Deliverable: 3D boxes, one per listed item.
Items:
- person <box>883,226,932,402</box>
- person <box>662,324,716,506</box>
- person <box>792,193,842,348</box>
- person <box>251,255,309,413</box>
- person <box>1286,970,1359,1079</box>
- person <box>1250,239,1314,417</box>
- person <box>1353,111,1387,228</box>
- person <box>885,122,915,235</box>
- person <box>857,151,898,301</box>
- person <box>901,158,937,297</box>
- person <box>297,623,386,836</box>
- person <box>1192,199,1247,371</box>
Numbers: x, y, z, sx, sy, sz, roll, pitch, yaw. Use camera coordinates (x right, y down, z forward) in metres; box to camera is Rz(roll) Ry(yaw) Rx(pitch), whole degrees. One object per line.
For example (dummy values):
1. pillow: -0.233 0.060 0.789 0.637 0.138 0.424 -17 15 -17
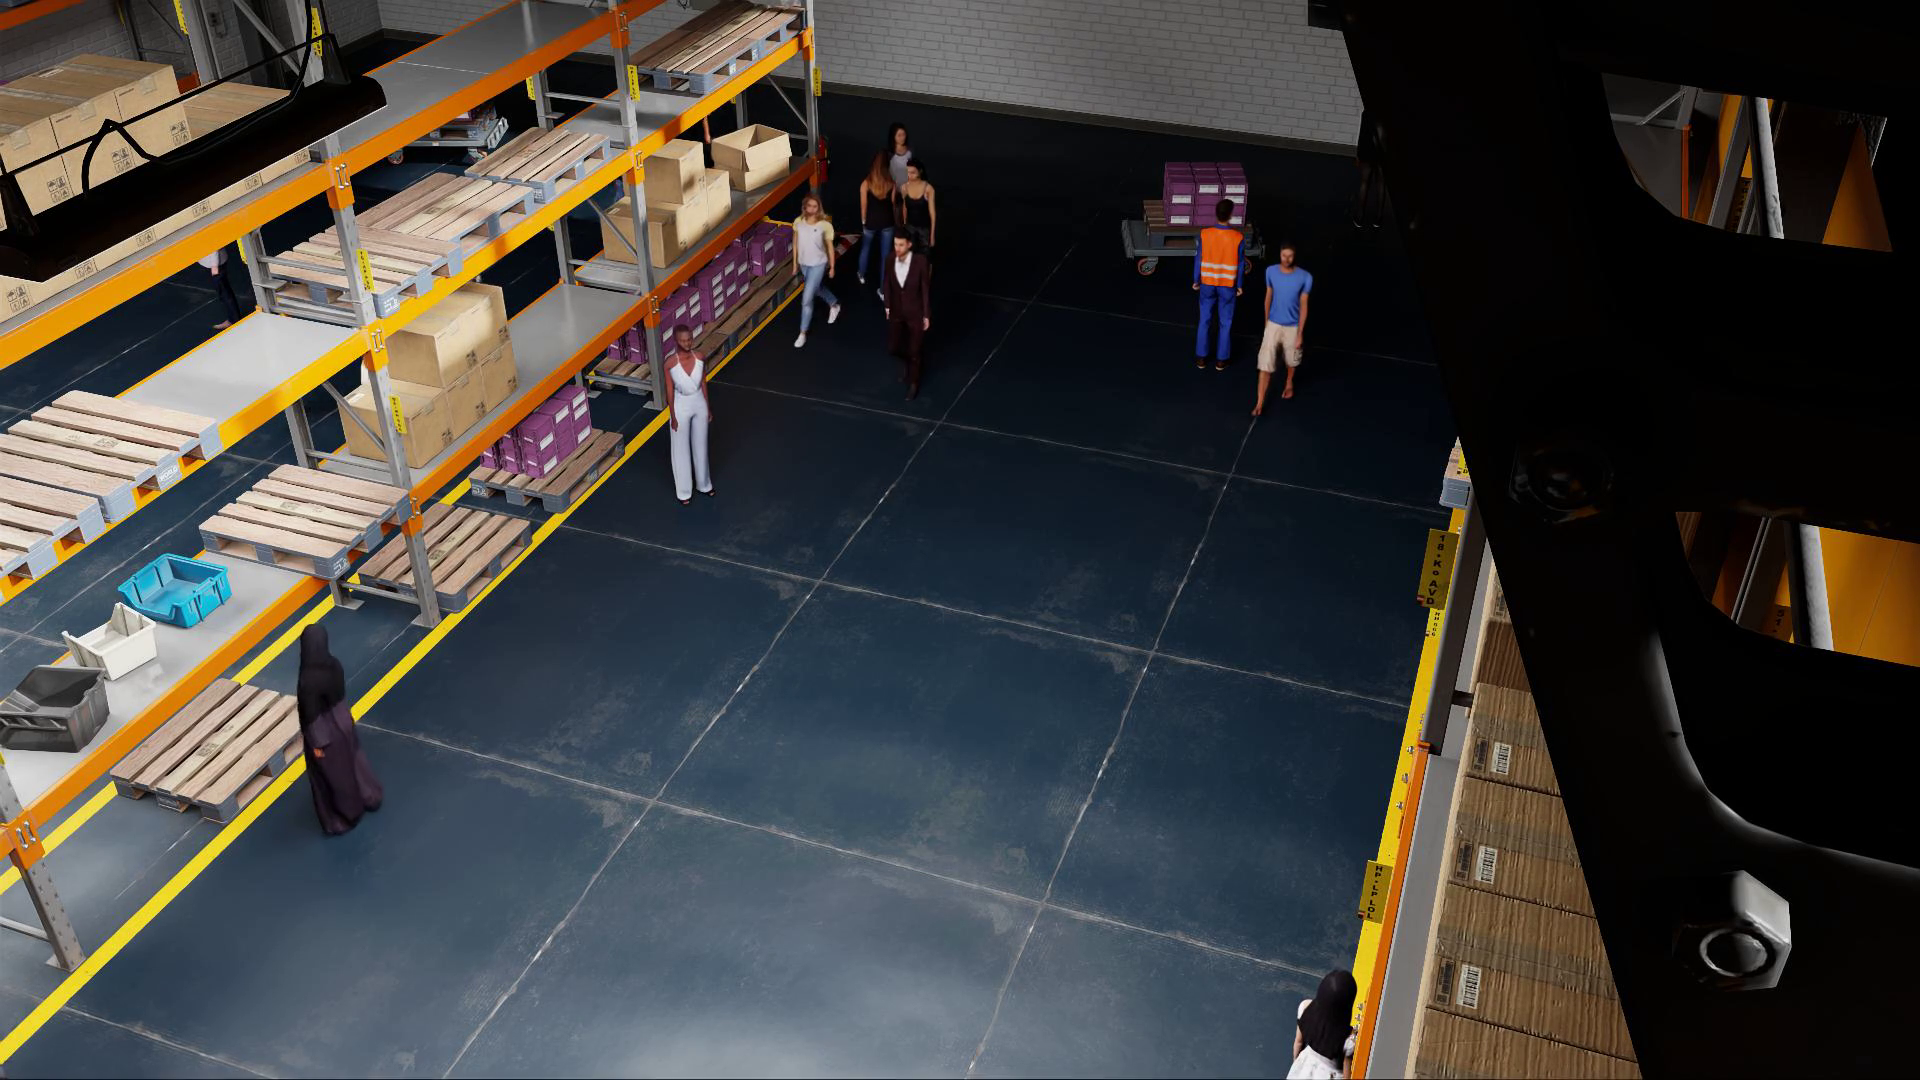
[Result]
1. person: -0.498 -2.365 17.007 0.687 1.853 0.777 11 35 16
2. person: -2.492 -1.166 15.264 0.591 1.786 0.697 -22 40 -30
3. person: -1.563 -3.006 18.128 0.674 1.678 1.149 14 36 19
4. person: -6.801 -1.960 16.527 0.624 1.709 0.697 14 36 20
5. person: 1.952 2.997 9.015 0.801 1.769 0.776 -25 41 -32
6. person: 3.305 -2.191 16.779 0.682 1.816 1.219 13 36 18
7. person: 5.180 -4.771 20.674 0.714 1.800 0.659 2 34 3
8. person: -0.753 -4.198 19.910 0.711 1.692 0.783 -22 39 -29
9. person: -0.904 -3.544 18.932 0.876 1.685 1.041 -6 34 -9
10. person: -0.423 -3.551 18.934 0.678 1.695 1.031 5 34 8
11. person: -4.421 1.357 11.656 0.828 1.577 0.651 -5 34 -8
12. person: 2.715 -2.684 17.480 0.693 1.860 0.595 10 35 15
